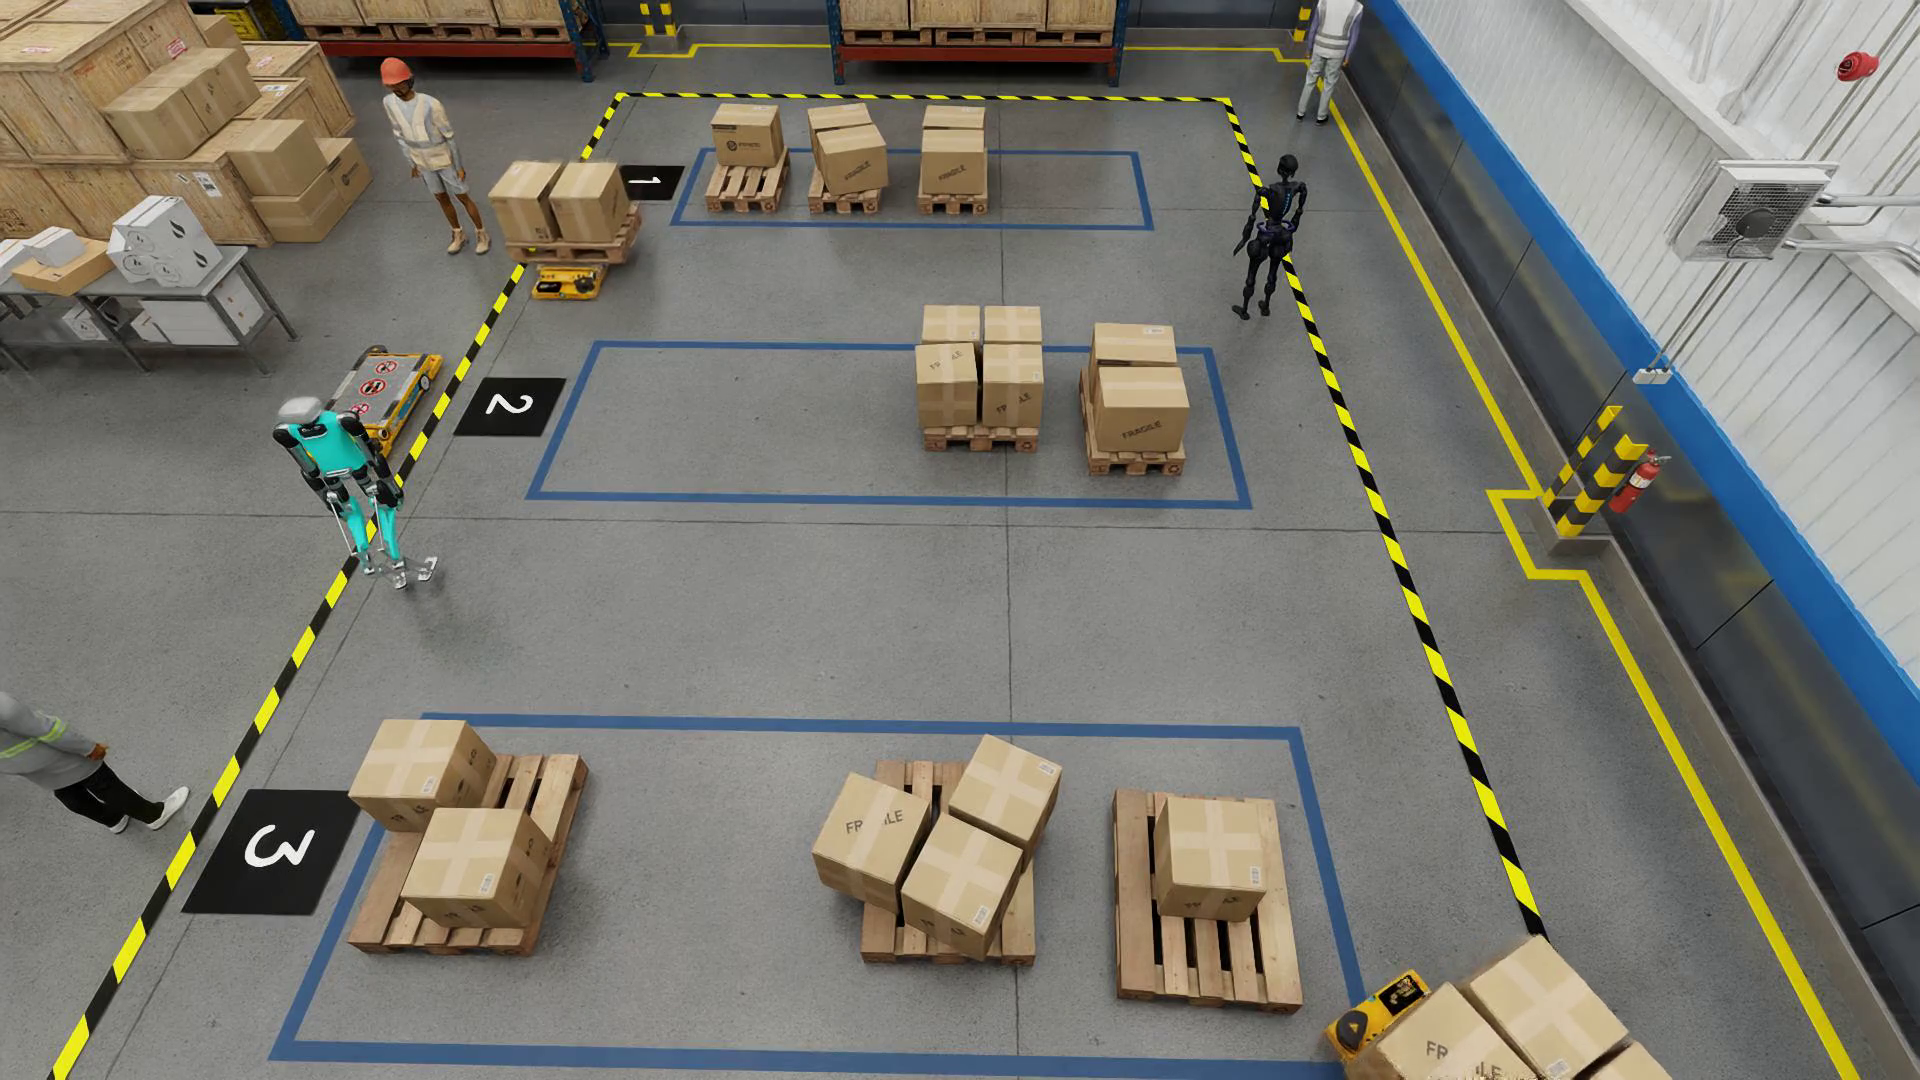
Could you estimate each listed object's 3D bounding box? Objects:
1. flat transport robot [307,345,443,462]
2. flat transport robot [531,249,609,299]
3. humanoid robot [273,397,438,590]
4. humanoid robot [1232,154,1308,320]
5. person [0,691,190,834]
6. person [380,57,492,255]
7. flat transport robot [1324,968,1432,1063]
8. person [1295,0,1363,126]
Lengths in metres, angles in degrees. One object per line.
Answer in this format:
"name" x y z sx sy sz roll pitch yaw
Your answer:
"flat transport robot" -5.383 -1.269 8.441 0.659 0.231 1.431 1 50 1
"flat transport robot" -4.138 -3.126 9.994 0.652 0.197 1.431 1 50 1
"humanoid robot" -4.268 -0.199 6.489 0.533 1.672 0.735 -12 51 -10
"humanoid robot" 3.000 -2.926 8.909 0.599 1.659 0.315 -8 50 -7
"person" -5.329 1.200 5.314 0.588 1.852 0.371 -2 50 -2
"person" -5.472 -3.942 9.539 0.606 2.048 0.366 3 50 2
"flat transport robot" 2.661 3.054 4.765 0.652 0.197 1.431 -22 53 -18
"person" 4.681 -6.206 11.594 0.585 1.832 0.403 24 54 19
